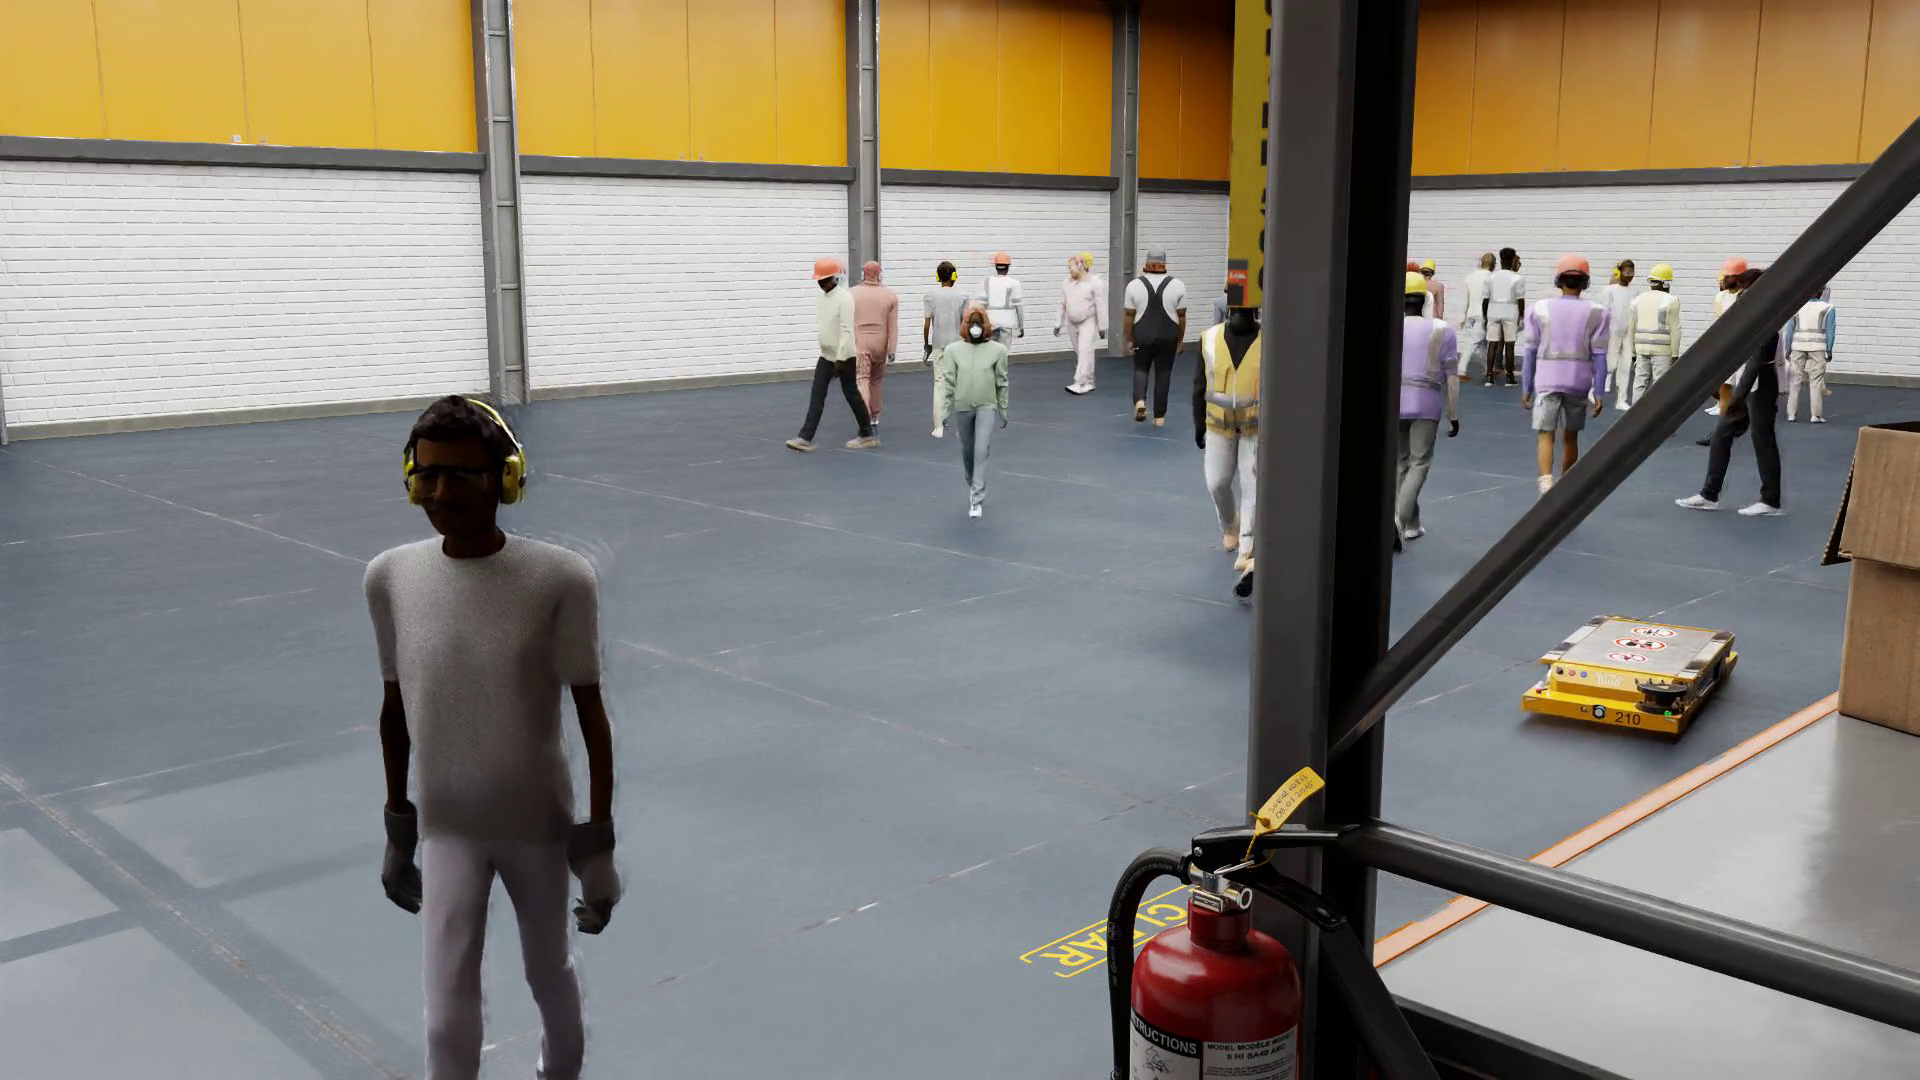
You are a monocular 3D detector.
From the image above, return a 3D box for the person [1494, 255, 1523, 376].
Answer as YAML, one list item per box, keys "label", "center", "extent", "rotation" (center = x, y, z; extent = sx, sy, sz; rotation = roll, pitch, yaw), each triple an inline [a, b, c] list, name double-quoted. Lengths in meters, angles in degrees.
- label: "person"
  center: [8.347, -3.410, 25.270]
  extent: [0.344, 1.847, 0.504]
  rotation: [-4, 11, -21]

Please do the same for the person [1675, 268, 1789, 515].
- label: "person"
  center: [5.916, -1.113, 12.667]
  extent: [0.845, 1.879, 0.584]
  rotation: [1, 10, 5]

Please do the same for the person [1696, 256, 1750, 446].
- label: "person"
  center: [7.851, -1.911, 16.888]
  extent: [0.635, 1.925, 0.560]
  rotation: [-2, 11, -13]

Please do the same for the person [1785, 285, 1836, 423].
- label: "person"
  center: [9.675, -2.147, 18.954]
  extent: [0.514, 1.636, 0.314]
  rotation: [9, 14, 41]

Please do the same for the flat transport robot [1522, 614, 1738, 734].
- label: "flat transport robot"
  center: [3.151, 0.593, 7.742]
  extent: [0.652, 0.197, 1.431]
  rotation: [7, 12, 33]

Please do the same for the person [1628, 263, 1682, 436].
- label: "person"
  center: [7.407, -2.016, 17.701]
  extent: [0.403, 1.835, 0.588]
  rotation: [-7, 12, -33]

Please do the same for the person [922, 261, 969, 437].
- label: "person"
  center: [-0.143, -2.014, 17.613]
  extent: [0.517, 1.864, 0.334]
  rotation: [0, 10, 1]

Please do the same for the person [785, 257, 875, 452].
- label: "person"
  center: [-1.253, -1.829, 16.449]
  extent: [1.029, 1.919, 0.662]
  rotation: [-9, 13, -39]

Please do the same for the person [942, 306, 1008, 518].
- label: "person"
  center: [0.123, -1.018, 12.883]
  extent: [0.505, 1.598, 0.830]
  rotation: [2, 11, 9]

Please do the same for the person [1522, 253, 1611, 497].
- label: "person"
  center: [4.606, -1.176, 12.678]
  extent: [0.608, 2.013, 0.923]
  rotation: [3, 11, 16]

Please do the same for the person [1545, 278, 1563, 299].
- label: "person"
  center: [8.905, -3.193, 24.666]
  extent: [0.505, 1.631, 0.281]
  rotation: [8, 13, 37]

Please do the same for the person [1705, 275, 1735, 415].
- label: "person"
  center: [9.117, -2.362, 19.837]
  extent: [0.296, 1.743, 0.493]
  rotation: [3, 11, 17]

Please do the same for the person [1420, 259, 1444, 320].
- label: "person"
  center: [6.993, -3.316, 24.976]
  extent: [0.526, 1.769, 0.329]
  rotation: [5, 12, 26]

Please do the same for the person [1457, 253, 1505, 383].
- label: "person"
  center: [7.586, -3.216, 24.155]
  extent: [1.071, 1.879, 0.617]
  rotation: [-5, 11, -24]

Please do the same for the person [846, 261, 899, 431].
- label: "person"
  center: [-0.998, -2.126, 18.262]
  extent: [0.644, 1.857, 1.014]
  rotation: [-2, 11, -10]

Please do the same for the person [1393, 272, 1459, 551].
- label: "person"
  center: [3.076, -0.886, 11.403]
  extent: [0.604, 1.891, 0.897]
  rotation: [7, 12, 33]

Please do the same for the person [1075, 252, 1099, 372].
- label: "person"
  center: [1.932, -3.535, 25.878]
  extent: [0.445, 1.875, 0.758]
  rotation: [-4, 11, -22]

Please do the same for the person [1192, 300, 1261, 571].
- label: "person"
  center: [1.839, -0.744, 10.801]
  extent: [0.646, 1.826, 0.630]
  rotation: [4, 11, 20]

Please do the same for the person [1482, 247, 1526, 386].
- label: "person"
  center: [7.708, -3.161, 23.582]
  extent: [0.611, 1.964, 0.362]
  rotation: [7, 12, 33]

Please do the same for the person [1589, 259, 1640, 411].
- label: "person"
  center: [8.074, -2.520, 20.439]
  extent: [0.513, 1.845, 0.671]
  rotation: [-3, 11, -15]

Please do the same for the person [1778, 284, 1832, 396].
- label: "person"
  center: [11.258, -2.812, 22.096]
  extent: [0.808, 1.819, 0.643]
  rotation: [-4, 11, -19]

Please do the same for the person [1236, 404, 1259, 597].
- label: "person"
  center: [1.922, -0.456, 9.650]
  extent: [0.551, 1.665, 0.667]
  rotation: [7, 12, 33]

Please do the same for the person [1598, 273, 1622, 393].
- label: "person"
  center: [8.904, -2.808, 22.610]
  extent: [0.528, 1.620, 0.510]
  rotation: [4, 11, 21]

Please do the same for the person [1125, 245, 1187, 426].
- label: "person"
  center: [2.199, -2.292, 18.641]
  extent: [0.689, 2.000, 0.539]
  rotation: [1, 10, 8]

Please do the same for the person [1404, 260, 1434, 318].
- label: "person"
  center: [4.864, -2.120, 18.180]
  extent: [0.592, 1.864, 0.539]
  rotation: [0, 10, 1]

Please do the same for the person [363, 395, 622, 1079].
- label: "person"
  center: [-0.970, 0.608, 3.452]
  extent: [0.545, 1.813, 0.968]
  rotation: [0, 10, 0]

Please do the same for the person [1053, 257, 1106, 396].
- label: "person"
  center: [1.604, -2.876, 22.383]
  extent: [0.653, 1.841, 0.996]
  rotation: [9, 14, 40]

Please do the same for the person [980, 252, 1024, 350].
- label: "person"
  center: [0.589, -2.907, 22.368]
  extent: [0.576, 1.901, 0.855]
  rotation: [4, 11, 21]

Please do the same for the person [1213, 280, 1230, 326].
- label: "person"
  center: [3.473, -2.551, 21.169]
  extent: [0.500, 1.633, 0.282]
  rotation: [2, 11, 9]
